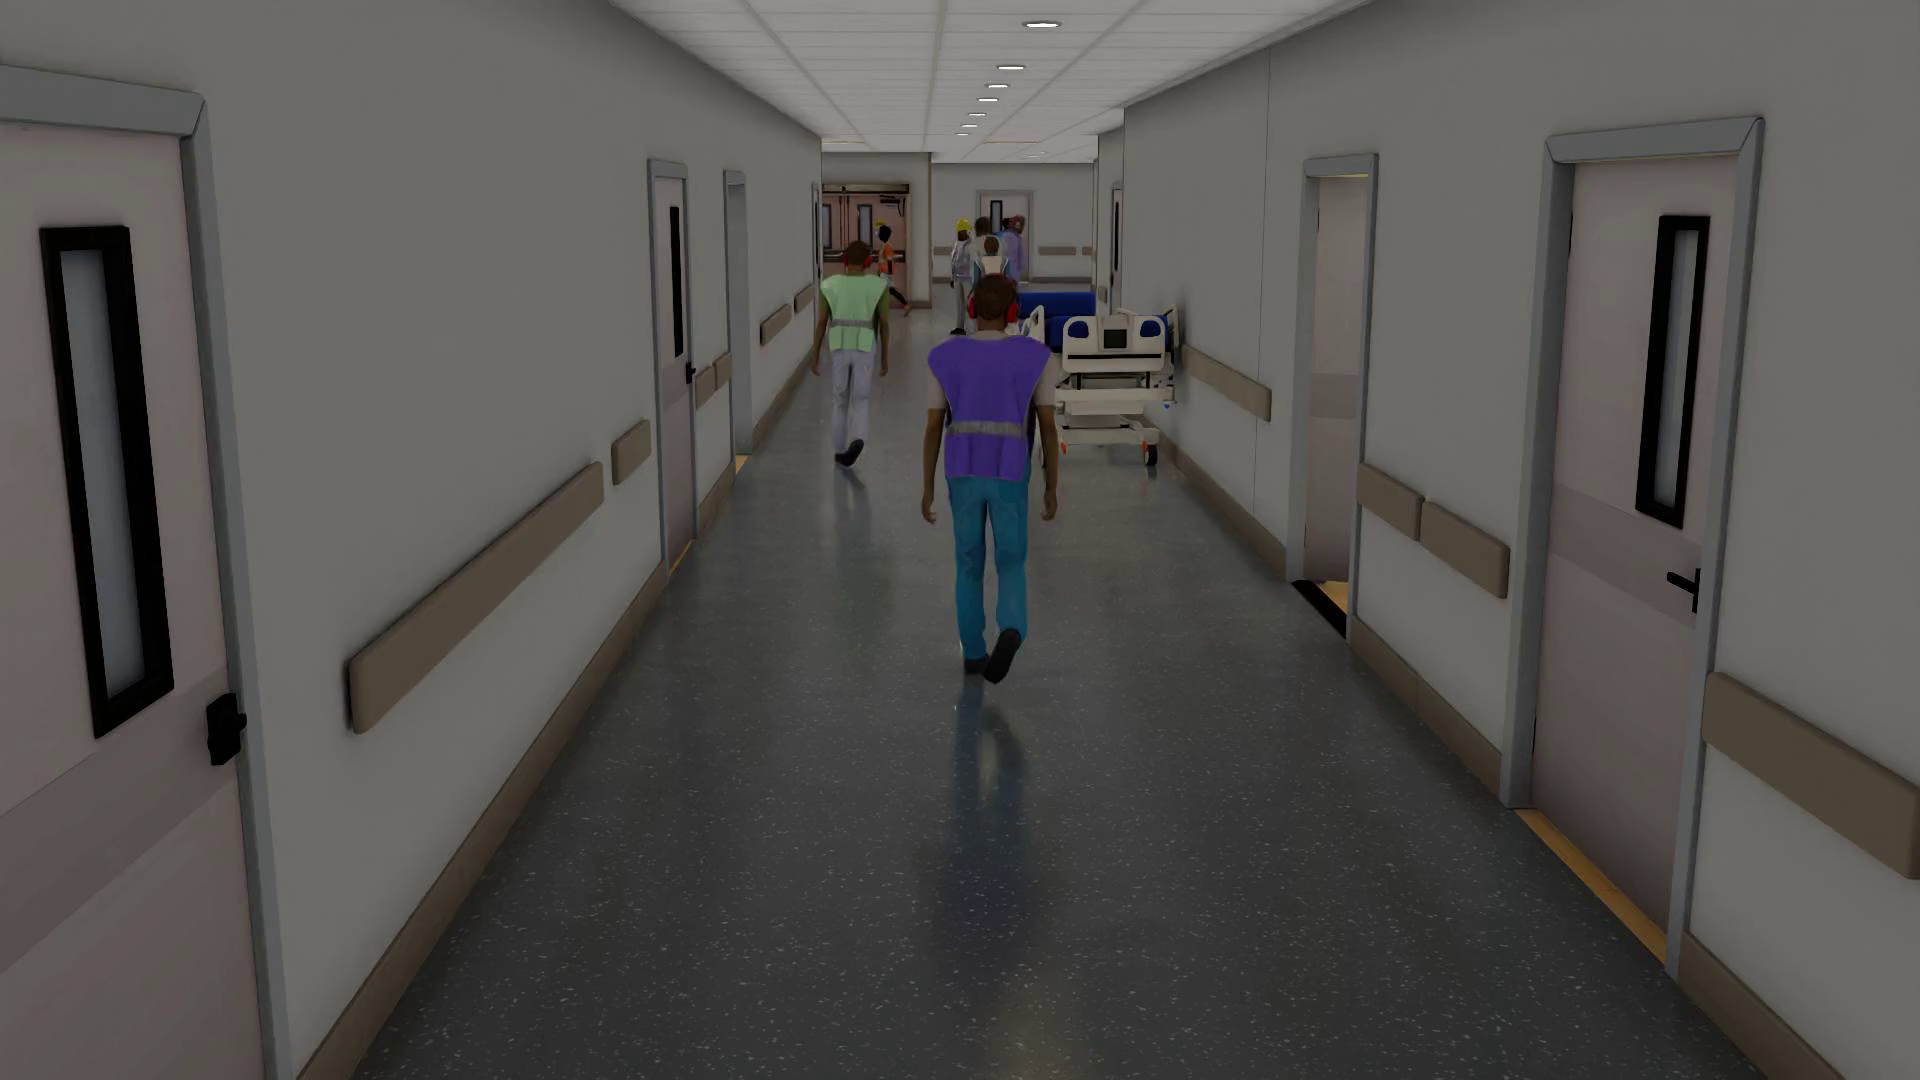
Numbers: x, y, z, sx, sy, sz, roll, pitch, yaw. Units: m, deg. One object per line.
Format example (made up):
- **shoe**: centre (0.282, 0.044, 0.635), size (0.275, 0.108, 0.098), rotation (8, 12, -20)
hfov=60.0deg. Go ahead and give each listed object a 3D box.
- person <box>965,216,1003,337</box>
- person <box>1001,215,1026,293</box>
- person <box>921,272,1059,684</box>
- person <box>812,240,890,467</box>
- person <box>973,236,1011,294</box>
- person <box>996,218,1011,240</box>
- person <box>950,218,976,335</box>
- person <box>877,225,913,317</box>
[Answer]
- **person**: centre (0.384, -3.577, 23.303), size (0.632, 1.899, 1.005), rotation (-9, 15, -38)
- **person**: centre (0.801, -4.149, 26.094), size (0.472, 1.881, 0.683), rotation (-1, 12, -5)
- **person**: centre (0.126, -0.251, 7.270), size (0.600, 1.818, 0.662), rotation (1, 12, 5)
- **person**: centre (-0.881, -1.486, 13.325), size (0.634, 1.810, 0.731), rotation (0, 12, 2)
- **person**: centre (0.424, -3.224, 22.188), size (0.512, 1.641, 0.309), rotation (-1, 12, -6)
- **person**: centre (1.064, -6.524, 38.125), size (0.540, 1.695, 0.317), rotation (-9, 15, -38)
- **person**: centre (0.063, -4.138, 26.201), size (0.403, 1.824, 0.593), rotation (-10, 16, -41)
- **person**: centre (-1.253, -4.829, 29.939), size (0.803, 1.669, 0.534), rotation (-1, 12, -6)
